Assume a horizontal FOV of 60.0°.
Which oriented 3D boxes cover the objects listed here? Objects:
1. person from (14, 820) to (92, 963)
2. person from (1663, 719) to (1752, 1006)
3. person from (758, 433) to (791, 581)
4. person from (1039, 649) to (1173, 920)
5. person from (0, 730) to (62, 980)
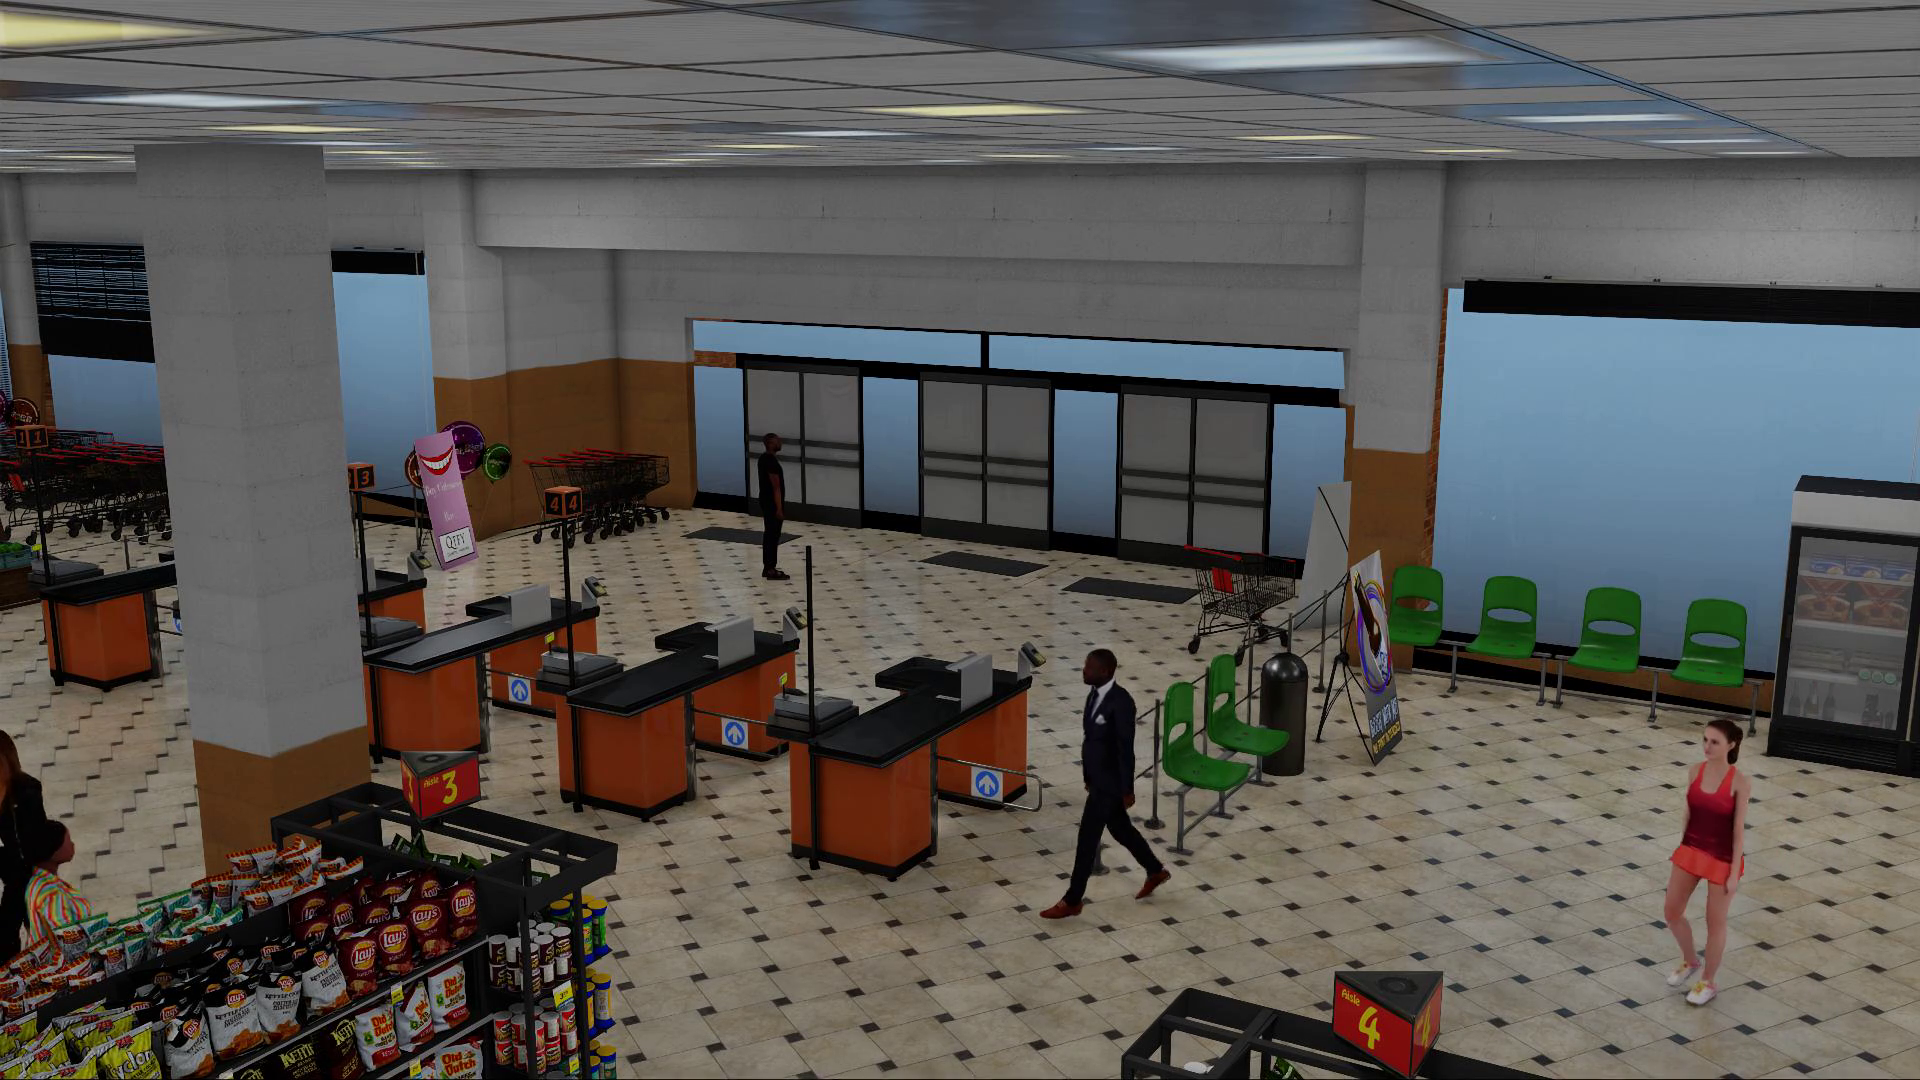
[{"bbox_3d":[-4.437,2.257,8.014,1.270,1.739,0.900,-10,15,-38],"label":"person"},{"bbox_3d":[4.471,1.877,9.806,0.713,1.742,0.673,-9,15,-37],"label":"person"},{"bbox_3d":[-2.323,-0.423,20.542,0.783,1.820,0.746,-4,13,-19],"label":"person"},{"bbox_3d":[1.050,1.597,11.006,1.281,1.797,1.204,-3,12,-15],"label":"person"},{"bbox_3d":[-5.470,1.915,9.837,0.660,1.656,1.220,5,13,23],"label":"person"}]
